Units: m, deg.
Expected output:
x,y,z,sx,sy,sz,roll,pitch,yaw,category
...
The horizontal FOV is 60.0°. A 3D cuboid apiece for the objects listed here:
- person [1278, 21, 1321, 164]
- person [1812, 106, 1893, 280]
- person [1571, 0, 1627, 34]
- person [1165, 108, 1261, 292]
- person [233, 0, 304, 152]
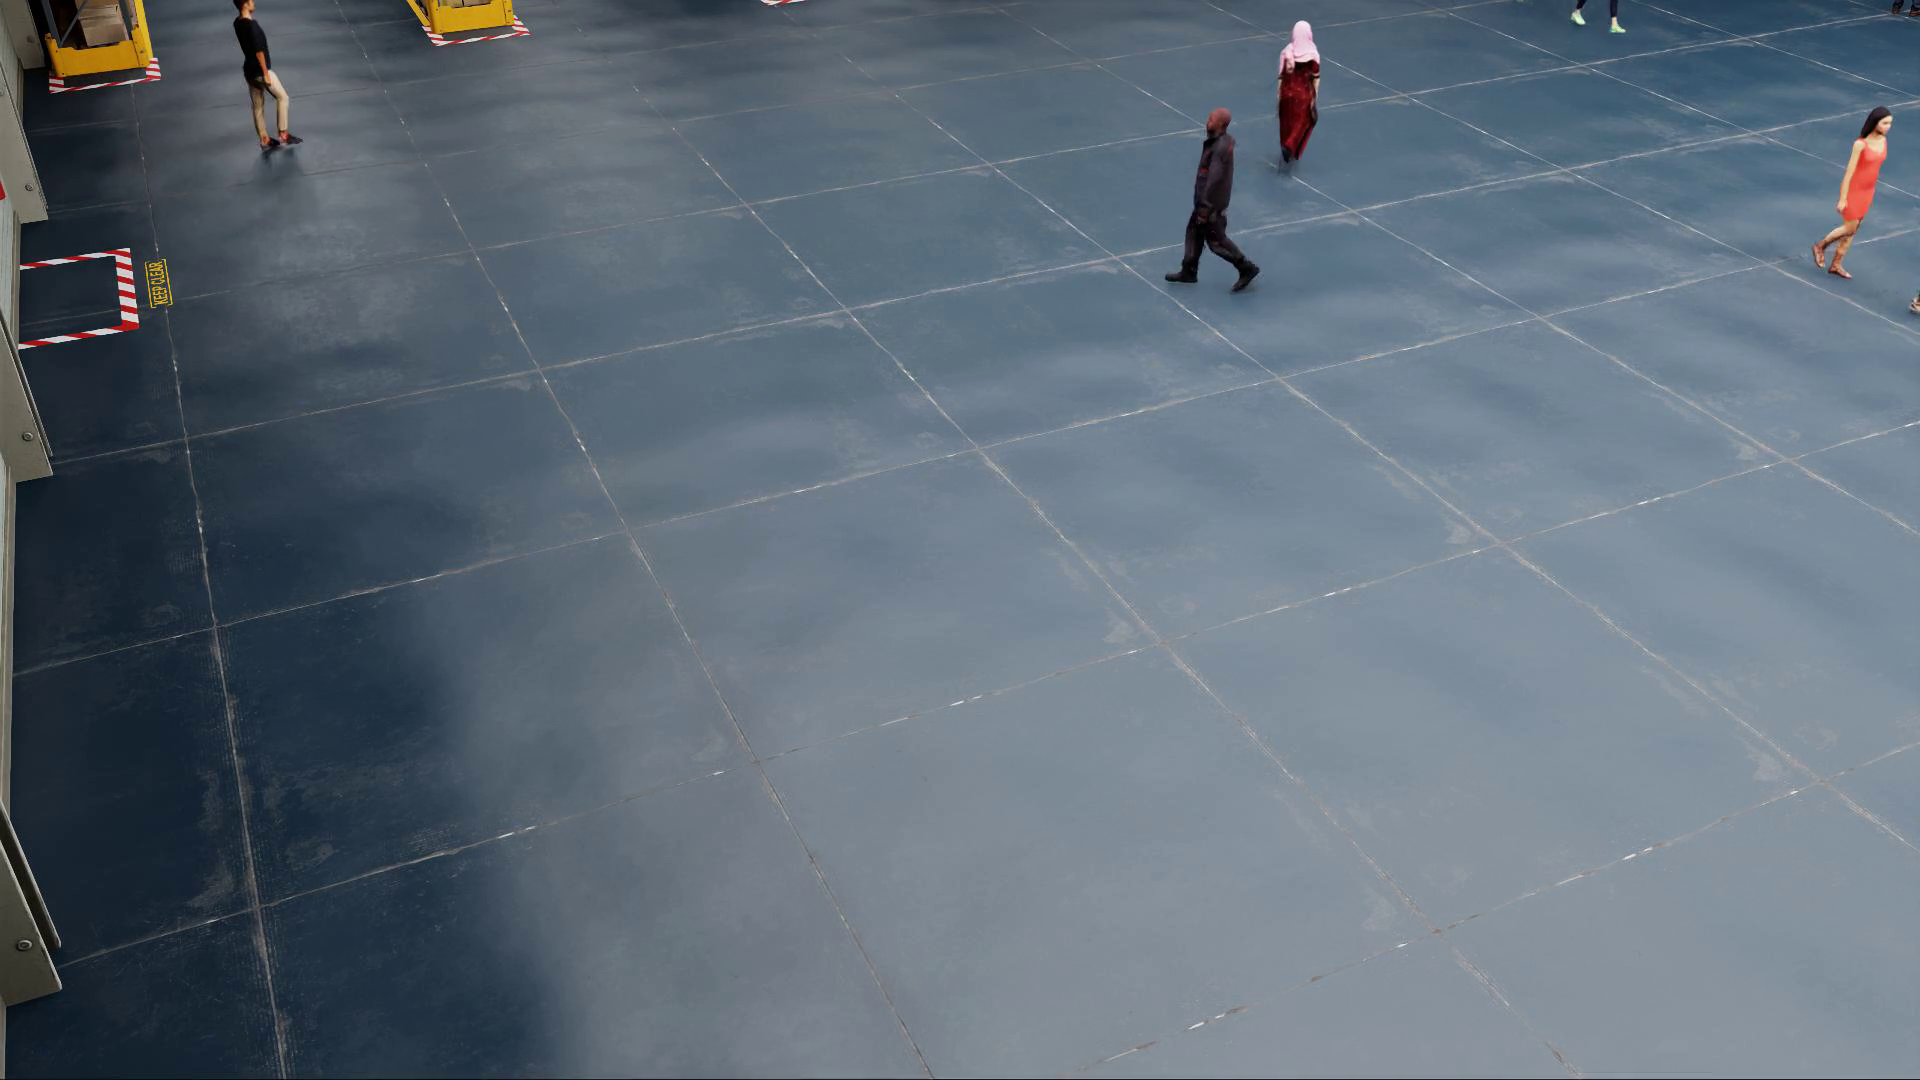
x,y,z,sx,sy,sz,roll,pitch,yaw,category
3.860,-5.111,19.105,0.956,1.625,0.991,16,36,23,person
8.816,-3.455,16.478,0.627,1.713,0.701,-17,37,-24,person
9.131,-8.107,23.691,0.615,1.648,1.180,-14,36,-20,person
2.556,-3.273,16.105,1.110,1.814,1.205,2,33,3,person
-8.273,-5.451,19.423,0.761,1.848,0.851,27,41,35,person
